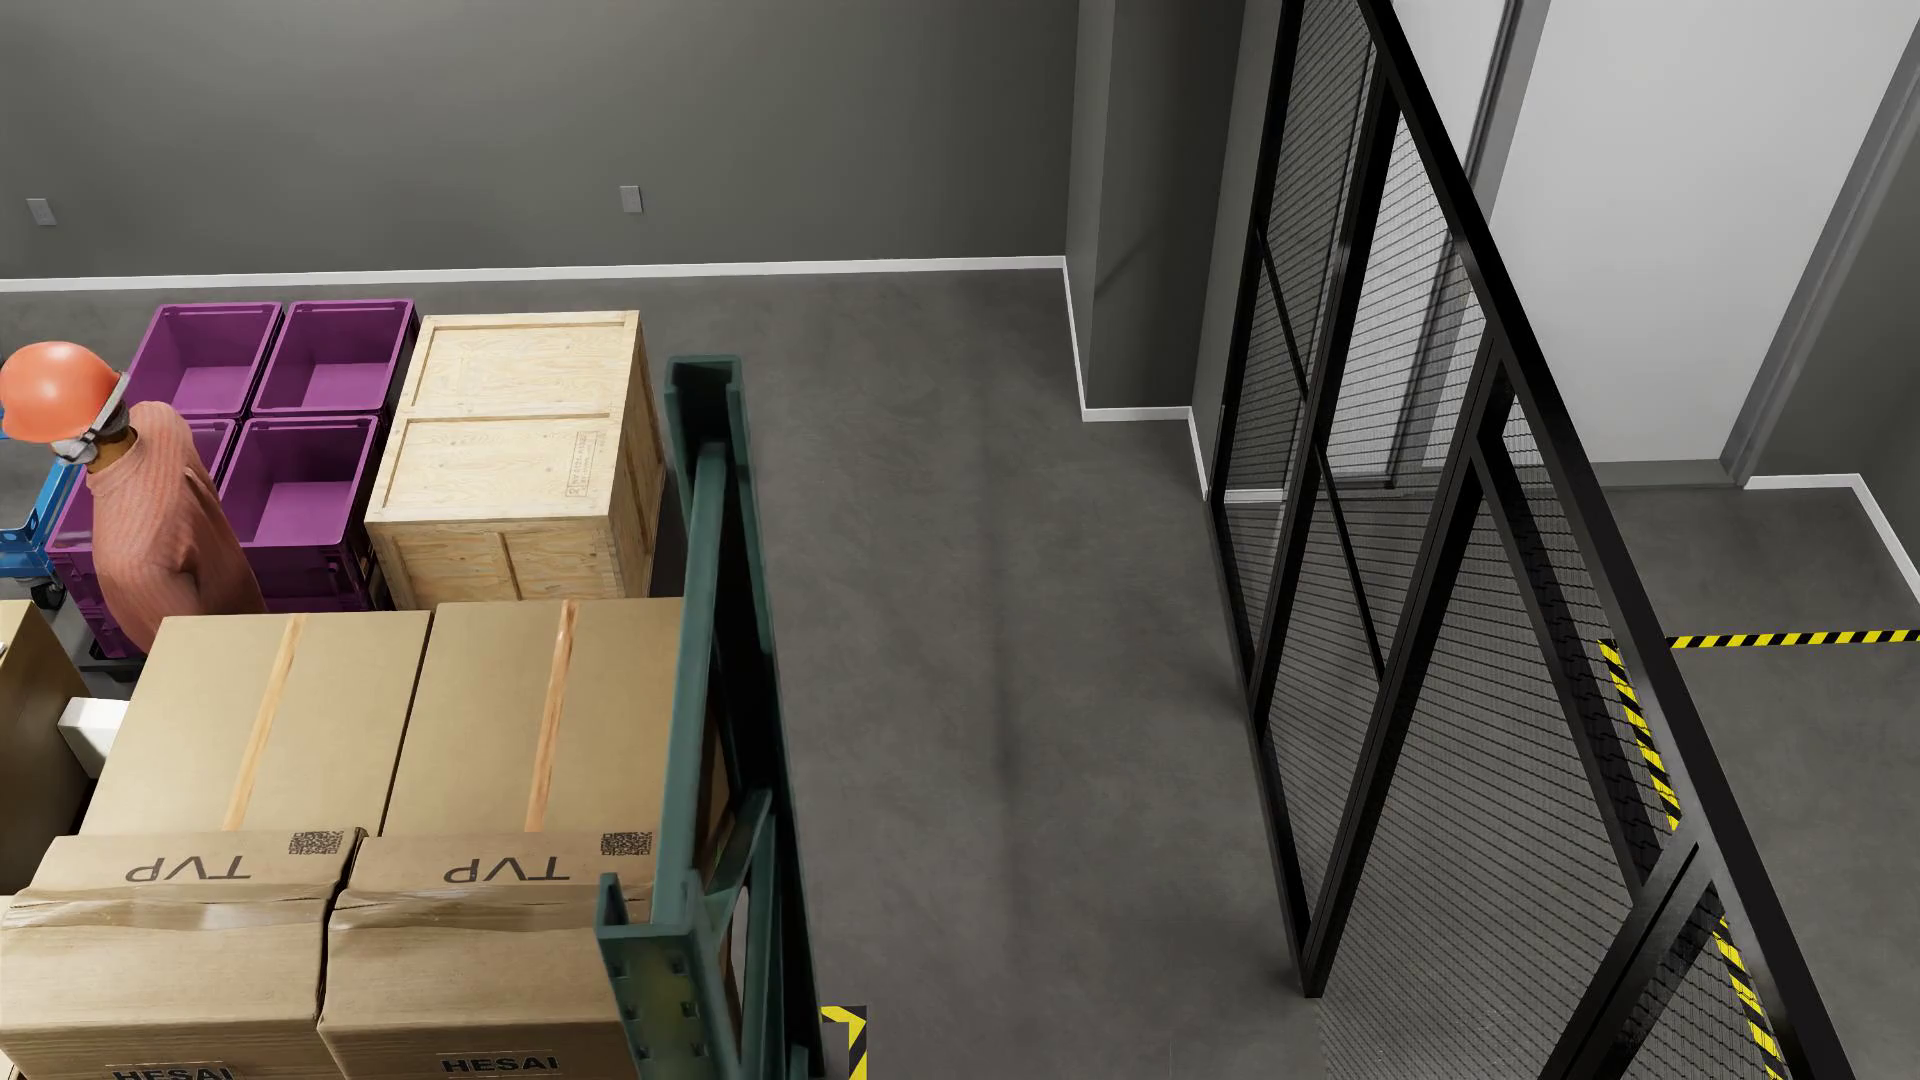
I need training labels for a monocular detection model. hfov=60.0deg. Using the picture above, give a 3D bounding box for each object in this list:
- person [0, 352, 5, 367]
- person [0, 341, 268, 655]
[{"bbox_3d":[-4.037,-1.280,5.979,0.376,1.940,0.629,-2,46,-2],"label":"person"},{"bbox_3d":[-2.047,0.256,4.480,0.389,1.986,0.613,-12,48,-11],"label":"person"}]
